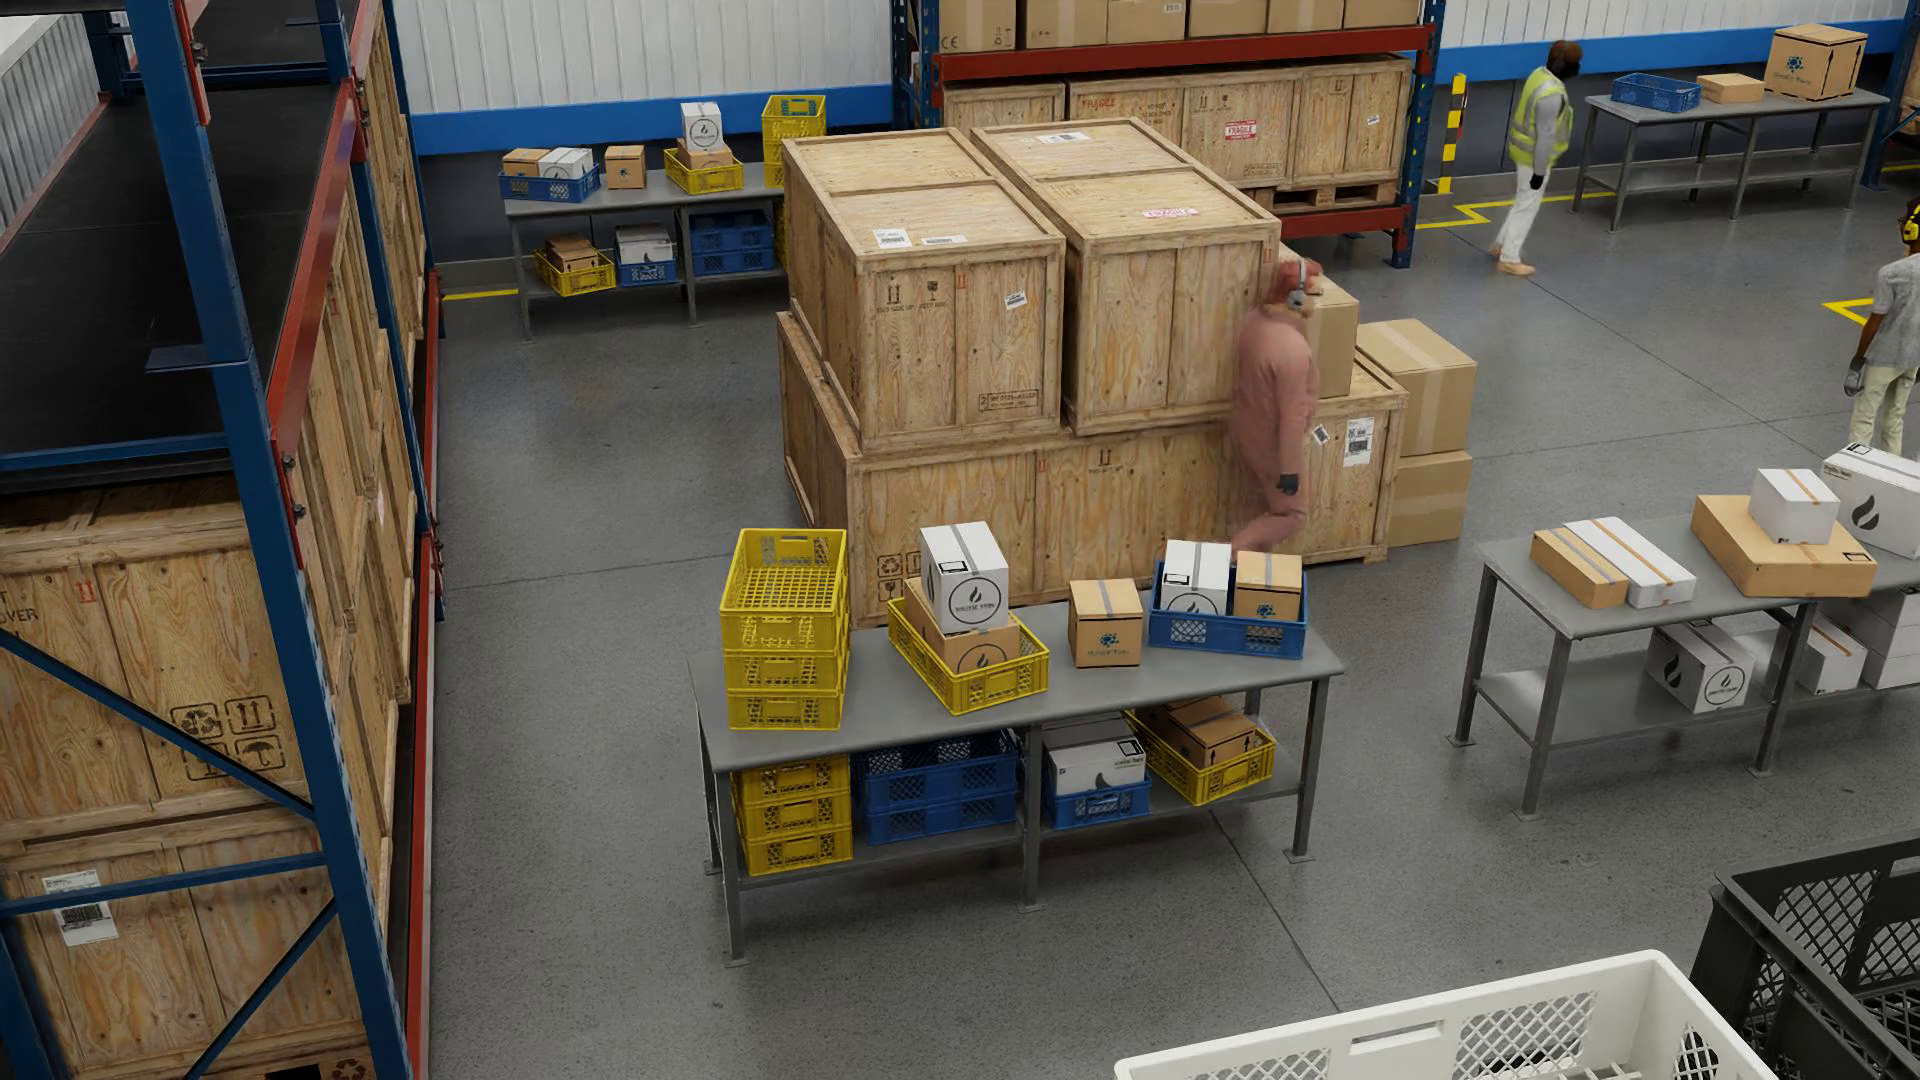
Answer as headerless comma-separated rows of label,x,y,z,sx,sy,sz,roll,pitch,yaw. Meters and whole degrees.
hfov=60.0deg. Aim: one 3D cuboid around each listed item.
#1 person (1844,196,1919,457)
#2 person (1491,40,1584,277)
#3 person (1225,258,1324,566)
person,5.175,-0.992,9.260,0.503,1.862,0.328,-6,29,-11
person,4.460,-2.944,12.835,0.431,1.825,0.644,5,29,9
person,1.525,-0.502,8.339,0.511,1.887,0.688,-5,29,-8
